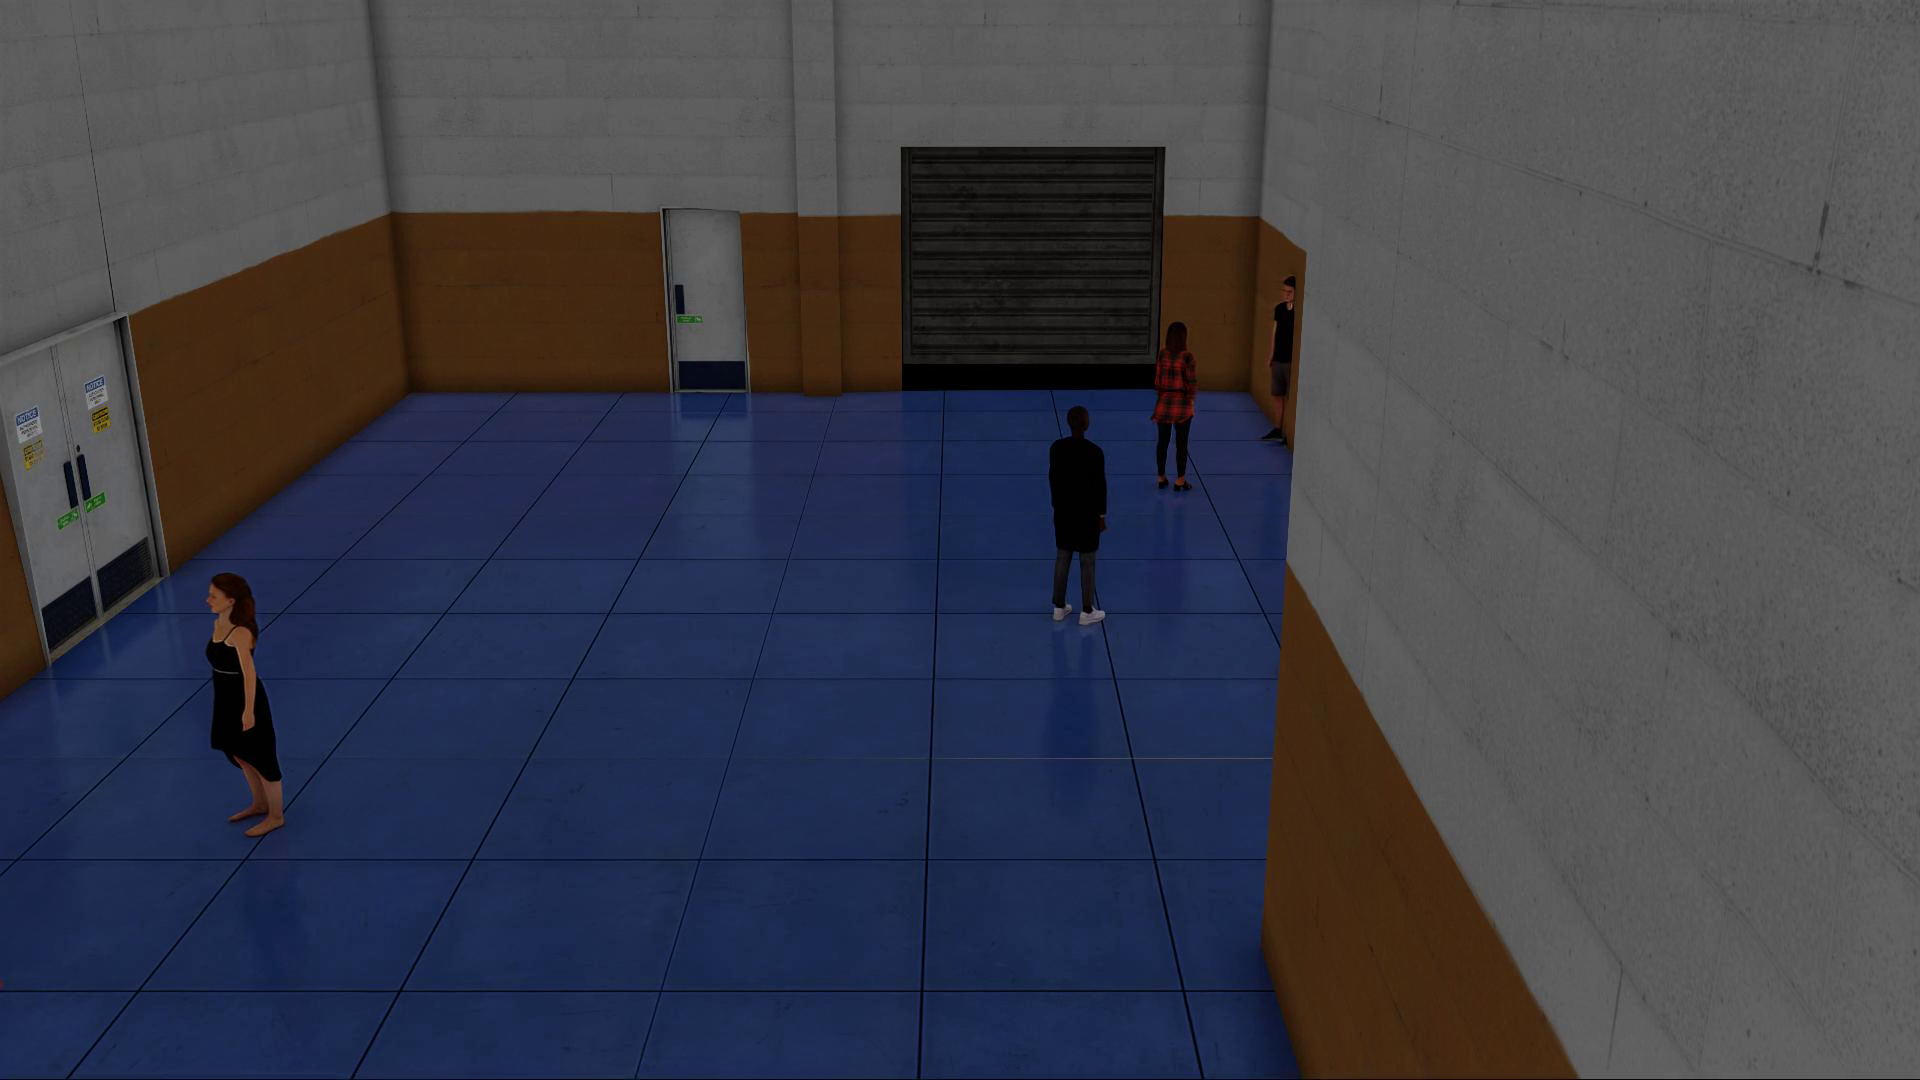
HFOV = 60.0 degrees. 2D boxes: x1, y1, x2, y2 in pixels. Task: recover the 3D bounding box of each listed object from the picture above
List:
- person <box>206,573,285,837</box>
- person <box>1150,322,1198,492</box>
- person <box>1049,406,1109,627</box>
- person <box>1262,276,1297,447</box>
[{"bbox_3d":[-4.254,0.965,9.883,0.735,1.624,0.681,-16,24,-39],"label":"person"},{"bbox_3d":[2.138,-1.337,16.586,0.678,1.702,0.761,14,23,35],"label":"person"},{"bbox_3d":[0.916,-0.200,13.121,0.668,1.762,0.784,11,21,29],"label":"person"},{"bbox_3d":[3.629,-1.976,18.237,0.798,1.859,0.771,-13,23,-34],"label":"person"}]
